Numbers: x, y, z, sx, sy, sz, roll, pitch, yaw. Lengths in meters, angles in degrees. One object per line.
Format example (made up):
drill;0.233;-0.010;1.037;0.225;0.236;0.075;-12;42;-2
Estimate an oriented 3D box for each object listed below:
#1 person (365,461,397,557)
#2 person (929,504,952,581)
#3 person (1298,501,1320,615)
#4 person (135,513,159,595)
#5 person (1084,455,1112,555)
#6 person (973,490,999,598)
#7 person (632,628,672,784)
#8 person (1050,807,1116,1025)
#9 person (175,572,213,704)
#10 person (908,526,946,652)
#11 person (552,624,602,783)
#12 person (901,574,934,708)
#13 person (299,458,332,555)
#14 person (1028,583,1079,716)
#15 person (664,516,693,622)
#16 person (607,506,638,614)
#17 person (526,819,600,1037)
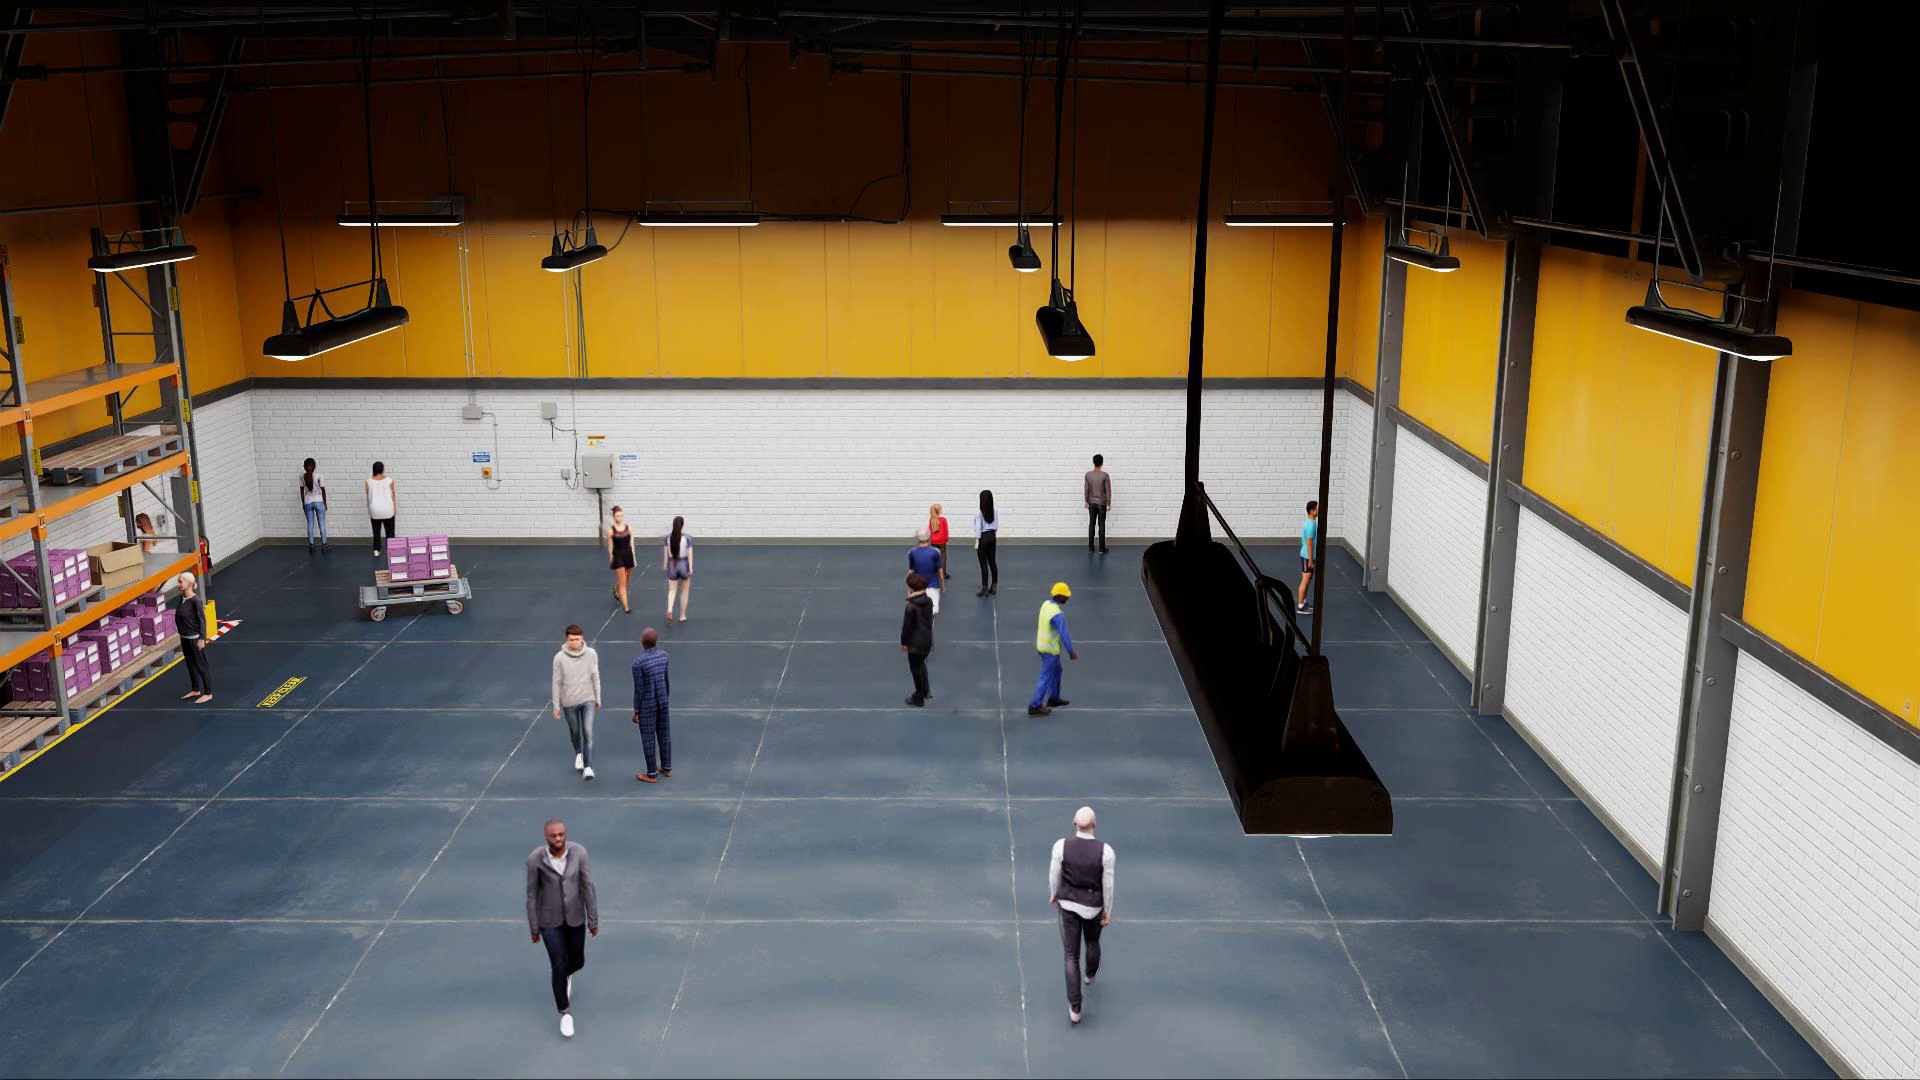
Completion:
person;-10.245;-0.566;29.466;0.658;1.687;0.614;-1;14;-5
person;-0.361;0.023;27.898;0.566;1.280;0.589;6;15;22
person;5.429;0.255;25.894;0.721;1.773;0.549;4;14;15
person;-12.354;0.418;25.393;0.752;1.692;0.672;-6;15;-24
person;2.441;-0.644;29.624;0.713;1.764;0.670;4;14;16
person;0.427;0.044;26.830;0.715;1.743;0.767;-12;18;-41
person;-3.524;1.874;19.107;0.825;1.820;0.750;11;18;39
person;1.001;3.155;13.904;0.779;1.779;1.194;1;14;5
person;-10.082;1.258;21.851;0.690;1.726;0.696;8;16;31
person;-0.477;0.727;23.879;0.877;1.804;1.225;4;14;16
person;-4.420;1.851;19.244;0.913;1.801;1.275;-4;14;-14
person;-0.473;1.312;21.543;0.789;1.766;0.714;12;18;40
person;-11.506;-0.621;29.624;0.609;1.720;0.565;-2;14;-8
person;1.072;1.416;21.121;0.868;1.763;0.870;-5;14;-20
person;-4.297;0.475;25.273;0.663;1.637;0.768;2;14;6
person;-5.311;0.286;26.014;0.947;1.655;1.090;-9;16;-34
person;-3.330;3.153;13.883;0.988;1.794;1.175;-6;15;-23
